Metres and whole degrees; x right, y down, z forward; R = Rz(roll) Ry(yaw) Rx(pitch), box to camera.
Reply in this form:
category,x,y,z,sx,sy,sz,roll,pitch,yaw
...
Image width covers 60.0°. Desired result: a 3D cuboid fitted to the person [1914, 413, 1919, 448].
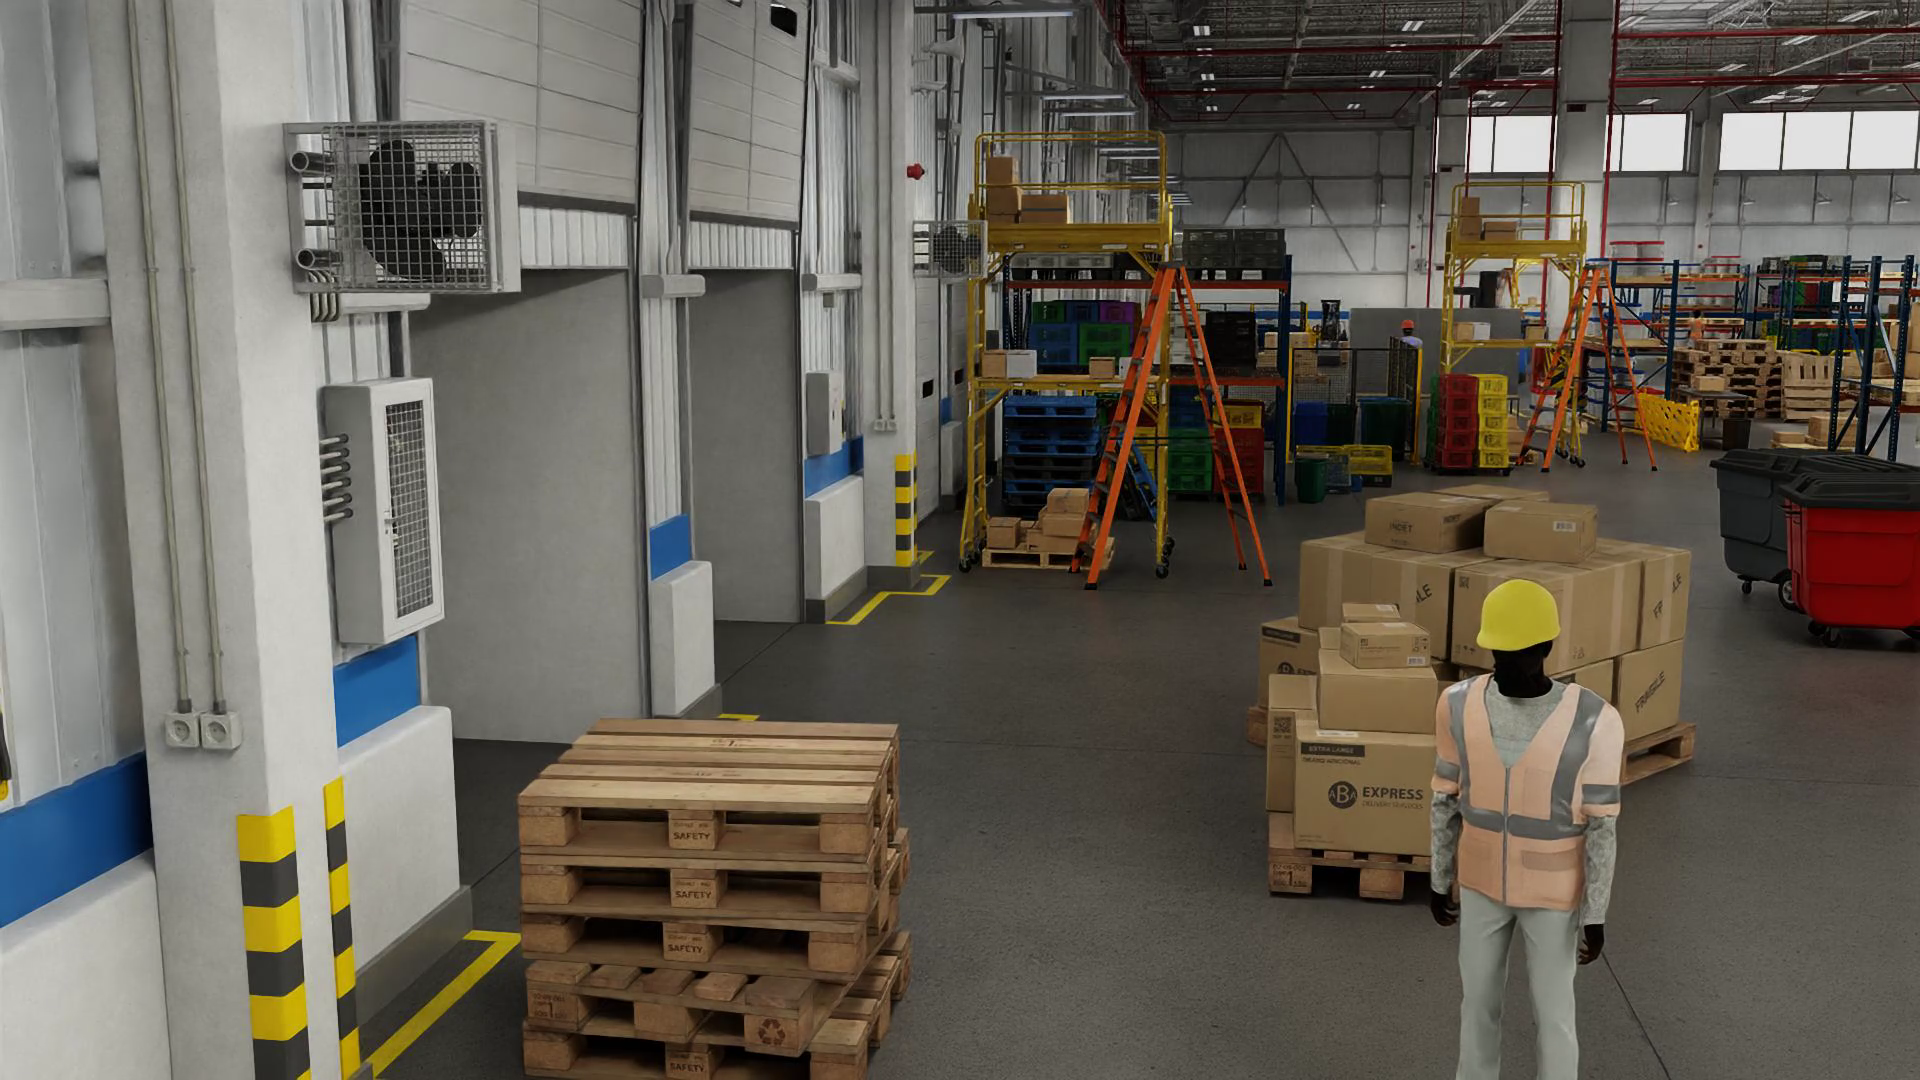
category,x,y,z,sx,sy,sz,roll,pitch,yaw
person,15.570,-2.334,26.682,0.321,1.736,0.485,6,11,32

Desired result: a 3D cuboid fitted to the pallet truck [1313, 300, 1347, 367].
category,x,y,z,sx,sy,sz,roll,pitch,yaw
pallet truck,11.159,-6.200,49.718,0.823,1.965,1.885,4,10,26

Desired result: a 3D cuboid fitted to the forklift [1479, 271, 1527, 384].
category,x,y,z,sx,sy,sz,roll,pitch,yaw
forklift,13.186,-5.328,41.628,1.873,2.768,1.129,1,9,9

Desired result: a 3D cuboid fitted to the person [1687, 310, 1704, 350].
category,x,y,z,sx,sy,sz,roll,pitch,yaw
person,21.855,-6.001,49.448,0.530,1.689,0.320,-2,9,-13

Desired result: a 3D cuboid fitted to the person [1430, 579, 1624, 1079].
category,x,y,z,sx,sy,sz,roll,pitch,yaw
person,1.727,1.064,5.171,0.585,1.920,0.395,7,12,38

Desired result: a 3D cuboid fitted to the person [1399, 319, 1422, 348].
category,x,y,z,sx,sy,sz,roll,pitch,yaw
person,8.380,-3.167,31.209,0.547,1.934,0.375,-2,9,-10
